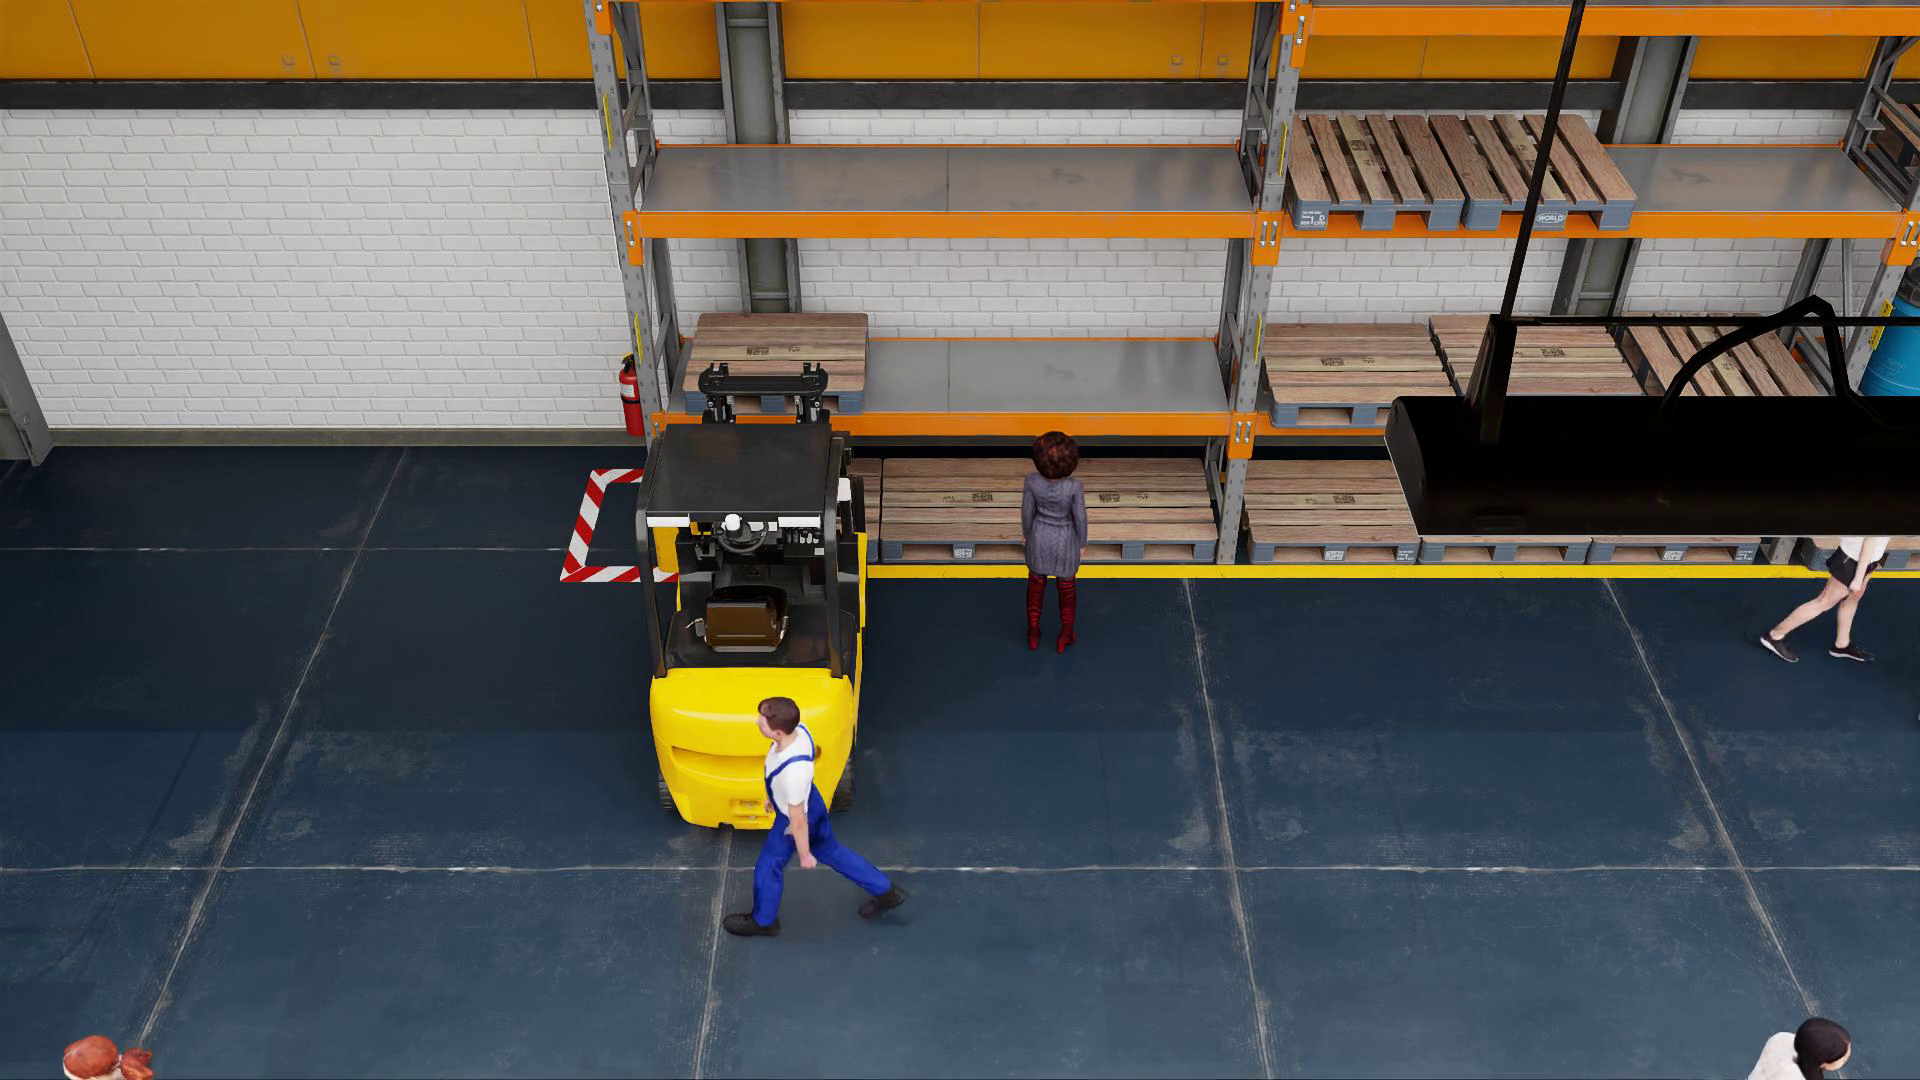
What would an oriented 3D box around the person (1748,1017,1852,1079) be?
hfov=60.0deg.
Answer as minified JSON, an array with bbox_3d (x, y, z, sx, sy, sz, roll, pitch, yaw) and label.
[{"bbox_3d":[3.527,2.684,7.483,0.780,1.739,0.689,8,39,10],"label":"person"}]

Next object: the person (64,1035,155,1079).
[{"bbox_3d":[-3.576,2.747,7.367,0.706,1.785,0.672,-21,43,-24],"label":"person"}]

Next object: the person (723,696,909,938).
[{"bbox_3d":[-0.771,1.500,8.905,1.249,1.814,0.633,1,39,1],"label":"person"}]

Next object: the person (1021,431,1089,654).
[{"bbox_3d":[0.606,0.028,10.831,0.543,1.711,0.699,10,40,12],"label":"person"}]
